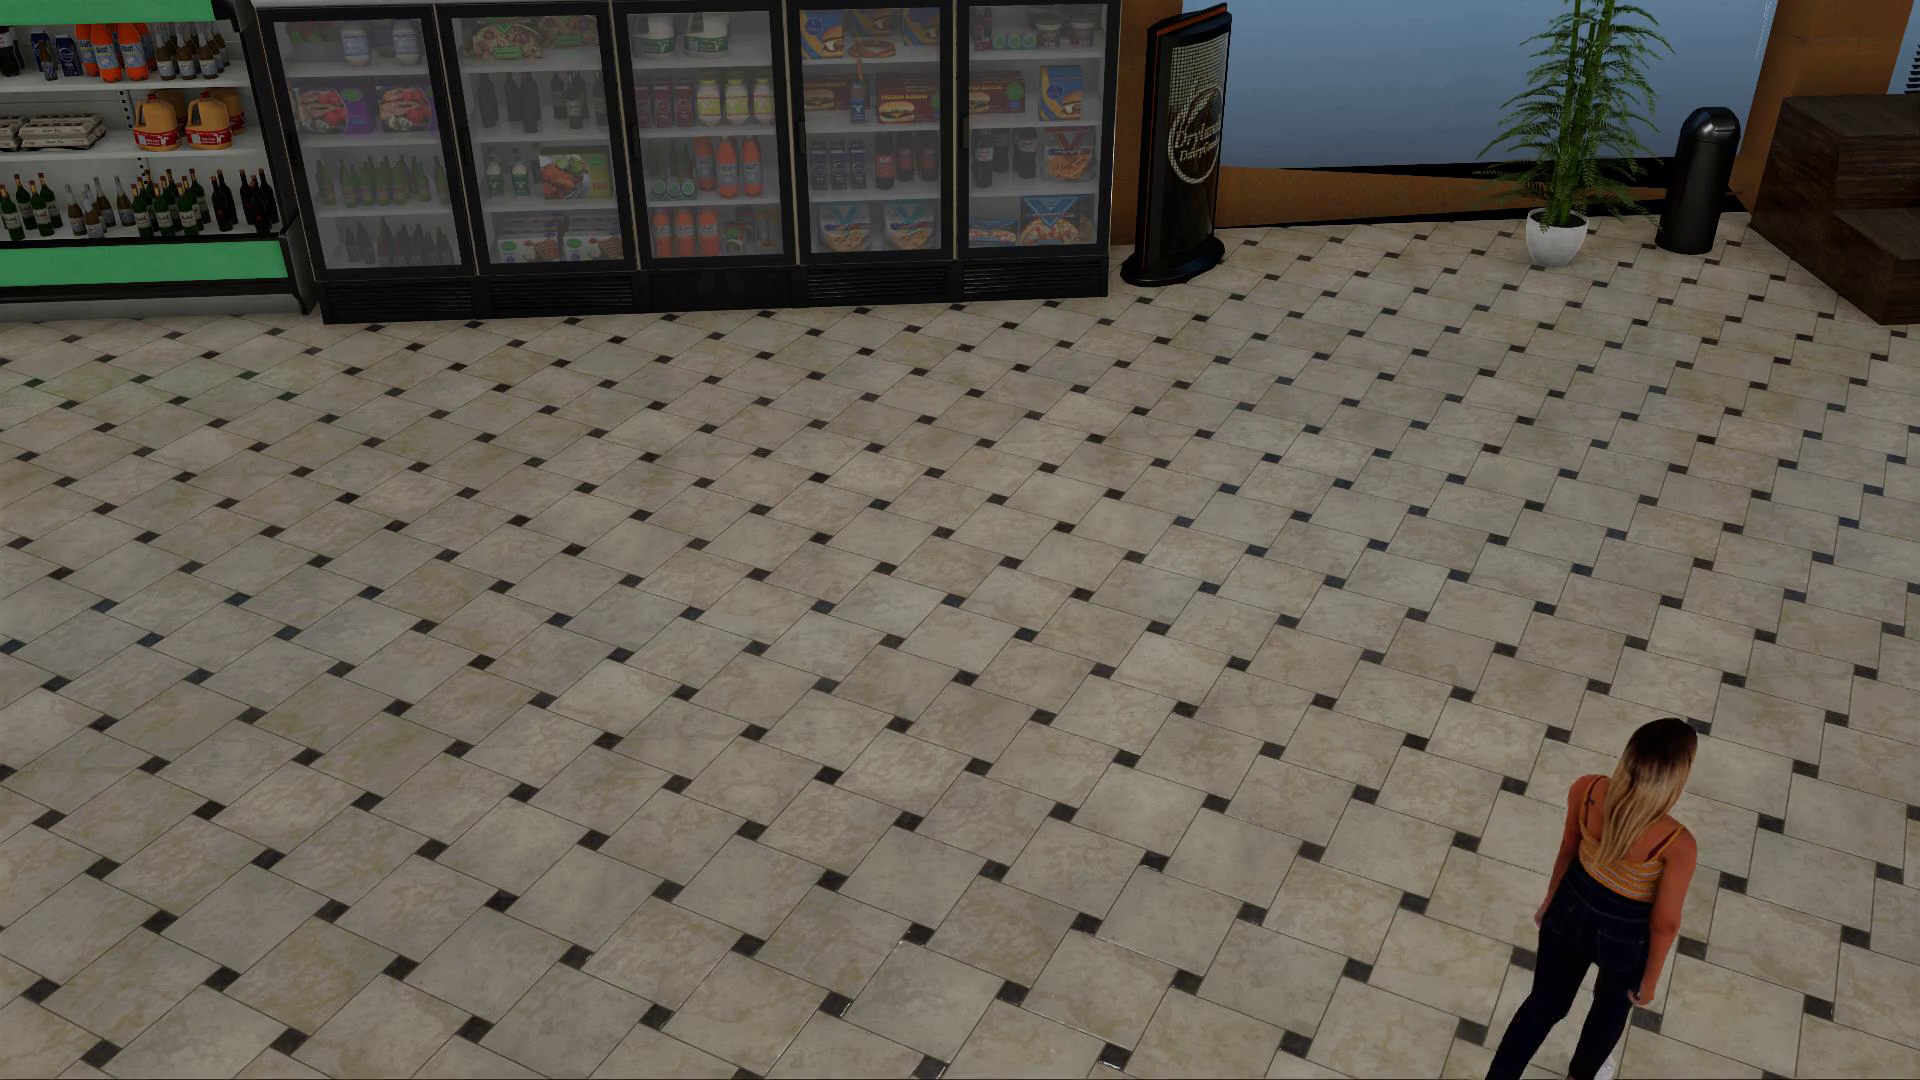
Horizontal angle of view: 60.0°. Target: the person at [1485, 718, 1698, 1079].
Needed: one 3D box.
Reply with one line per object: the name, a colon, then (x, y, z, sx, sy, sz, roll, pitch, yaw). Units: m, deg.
person: (1.878, 1.220, 4.999, 1.077, 1.607, 0.939, -24, 39, -33)
